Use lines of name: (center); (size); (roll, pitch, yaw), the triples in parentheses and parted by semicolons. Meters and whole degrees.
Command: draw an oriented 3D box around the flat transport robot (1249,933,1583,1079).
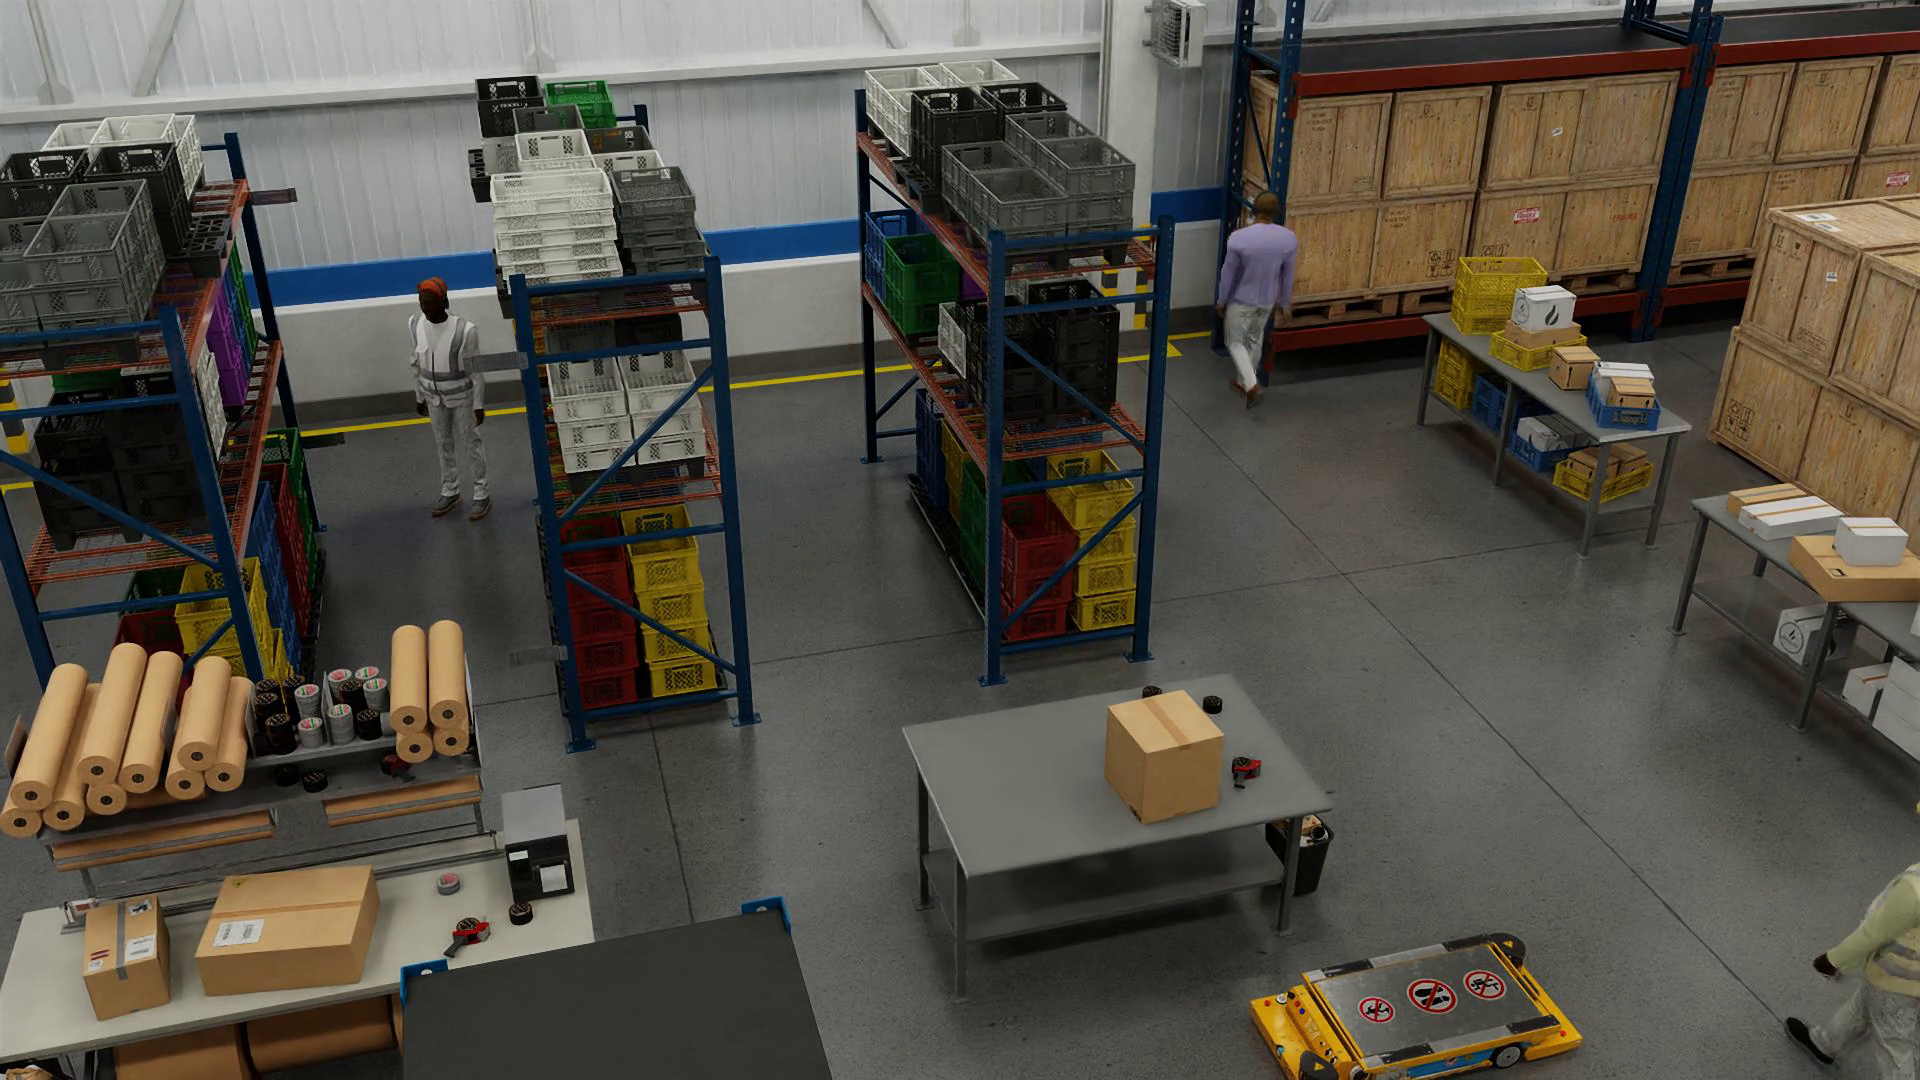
flat transport robot: (2.184, 2.282, 7.980); (1.431, 0.197, 0.652); (-8, 30, -14)

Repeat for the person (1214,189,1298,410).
person: (2.503, -2.035, 14.135); (0.652, 1.918, 0.754); (-8, 30, -14)

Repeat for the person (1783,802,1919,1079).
person: (4.094, 1.809, 7.266); (0.595, 1.795, 0.809); (-15, 32, -25)

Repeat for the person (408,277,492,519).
person: (-3.801, -1.051, 12.385); (0.574, 1.882, 0.355); (7, 30, 13)
